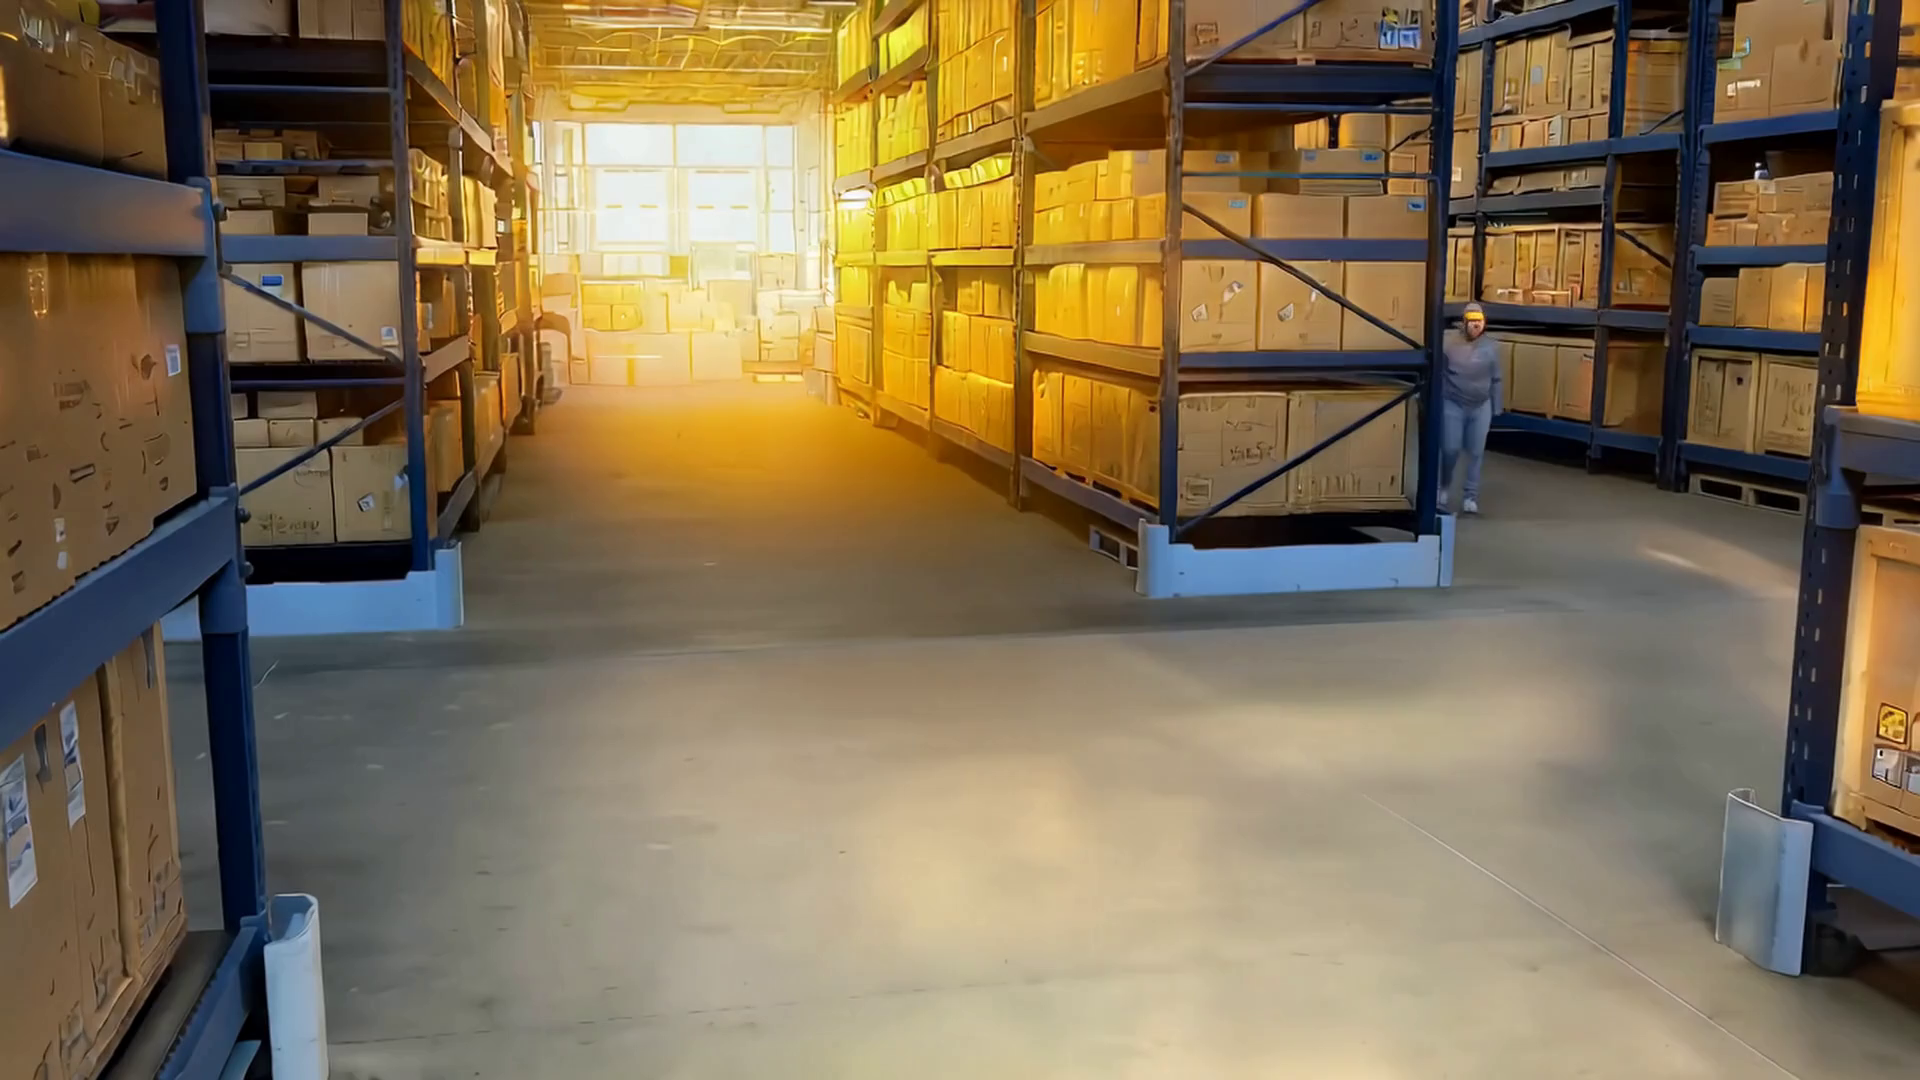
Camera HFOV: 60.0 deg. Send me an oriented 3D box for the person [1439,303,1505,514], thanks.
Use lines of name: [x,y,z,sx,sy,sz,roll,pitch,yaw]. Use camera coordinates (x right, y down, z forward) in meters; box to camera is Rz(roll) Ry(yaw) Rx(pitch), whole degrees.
person: [4.595,-1.194,15.088,0.668,1.893,0.500,1,9,6]

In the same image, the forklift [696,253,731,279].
forklift: [-6.419,-6.333,43.424,1.129,2.768,1.873,-2,10,-12]

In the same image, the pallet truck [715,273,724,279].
pallet truck: [-8.580,-8.986,62.280,1.885,1.965,0.823,1,9,5]
